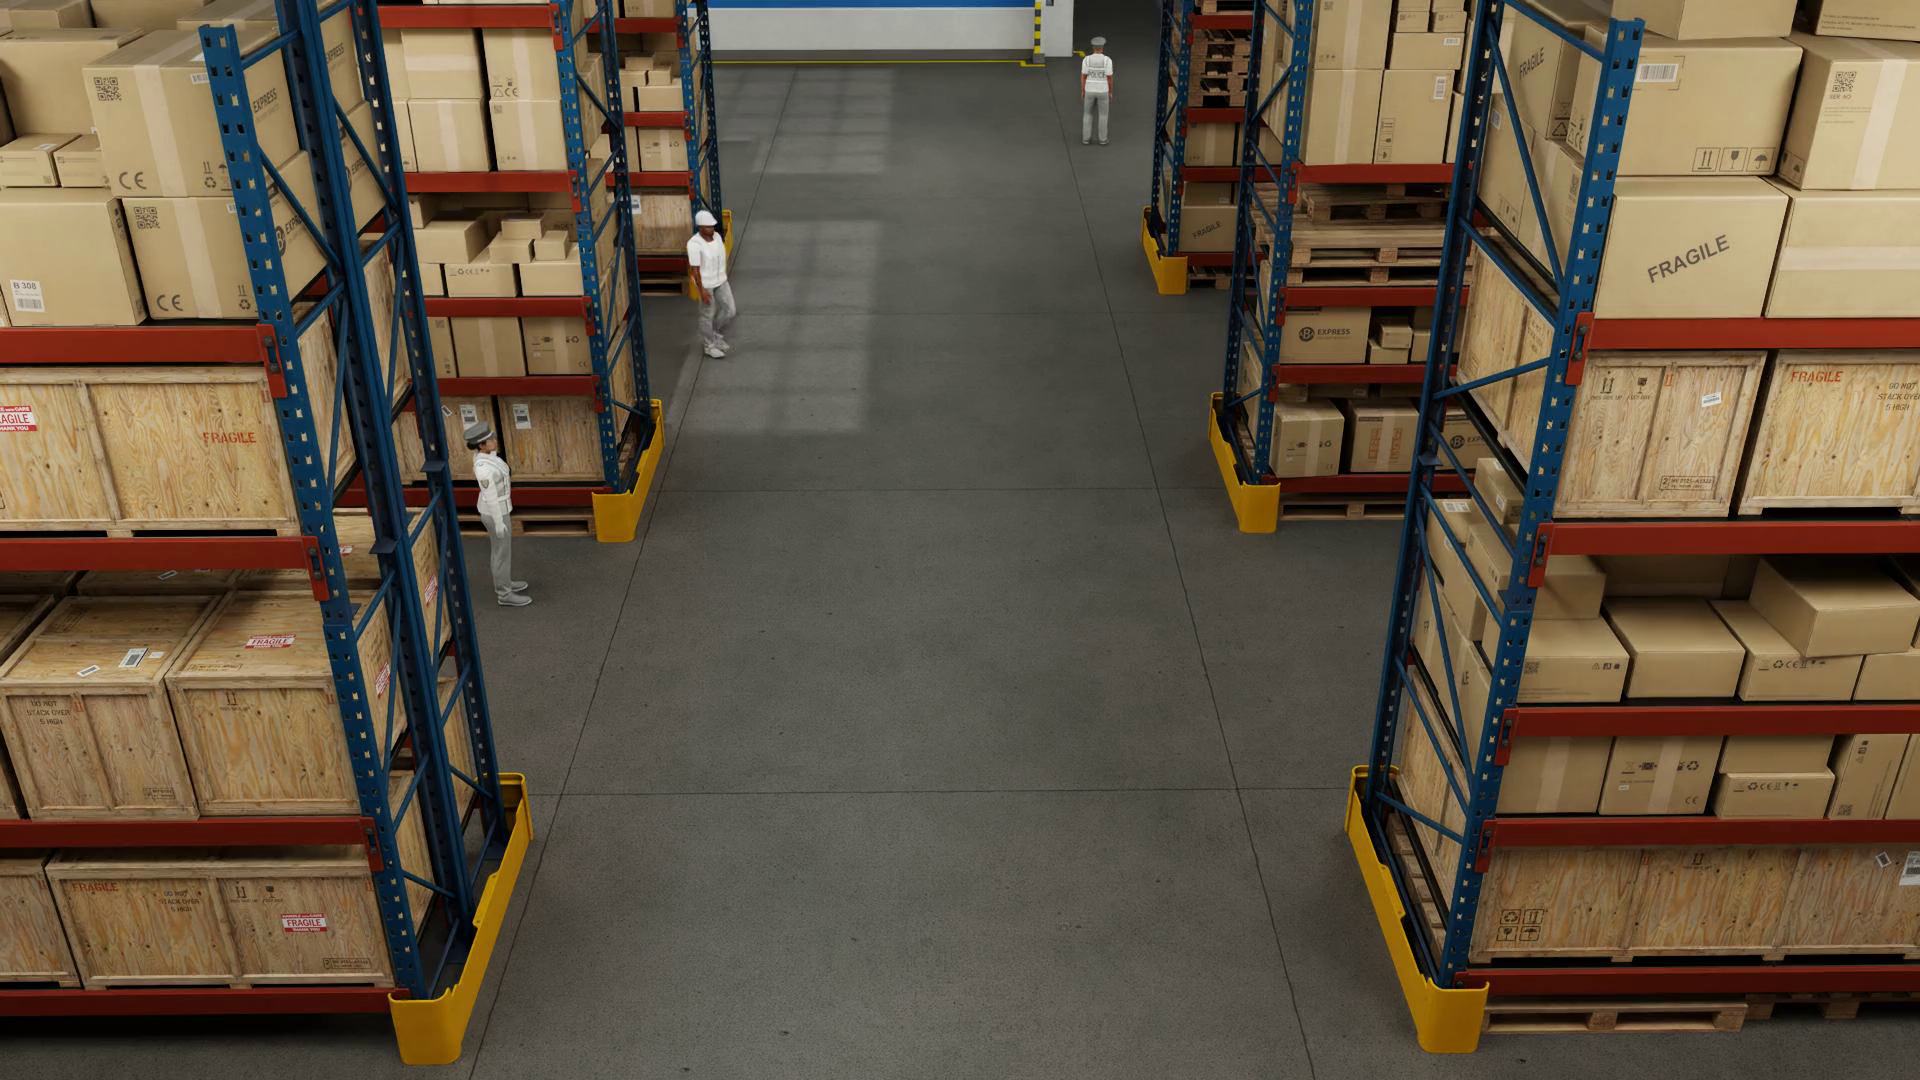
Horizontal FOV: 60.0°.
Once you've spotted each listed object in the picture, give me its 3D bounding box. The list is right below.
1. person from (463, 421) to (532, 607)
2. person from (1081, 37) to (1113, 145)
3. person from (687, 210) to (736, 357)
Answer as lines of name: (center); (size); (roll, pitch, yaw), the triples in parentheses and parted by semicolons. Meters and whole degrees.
person: (-4.020, -0.240, 14.441); (0.363, 1.688, 0.458); (-9, 29, -15)
person: (2.302, -7.547, 27.937); (0.530, 1.771, 0.414); (5, 29, 8)
person: (-2.902, -2.994, 19.439); (0.436, 1.766, 0.581); (20, 34, 33)
